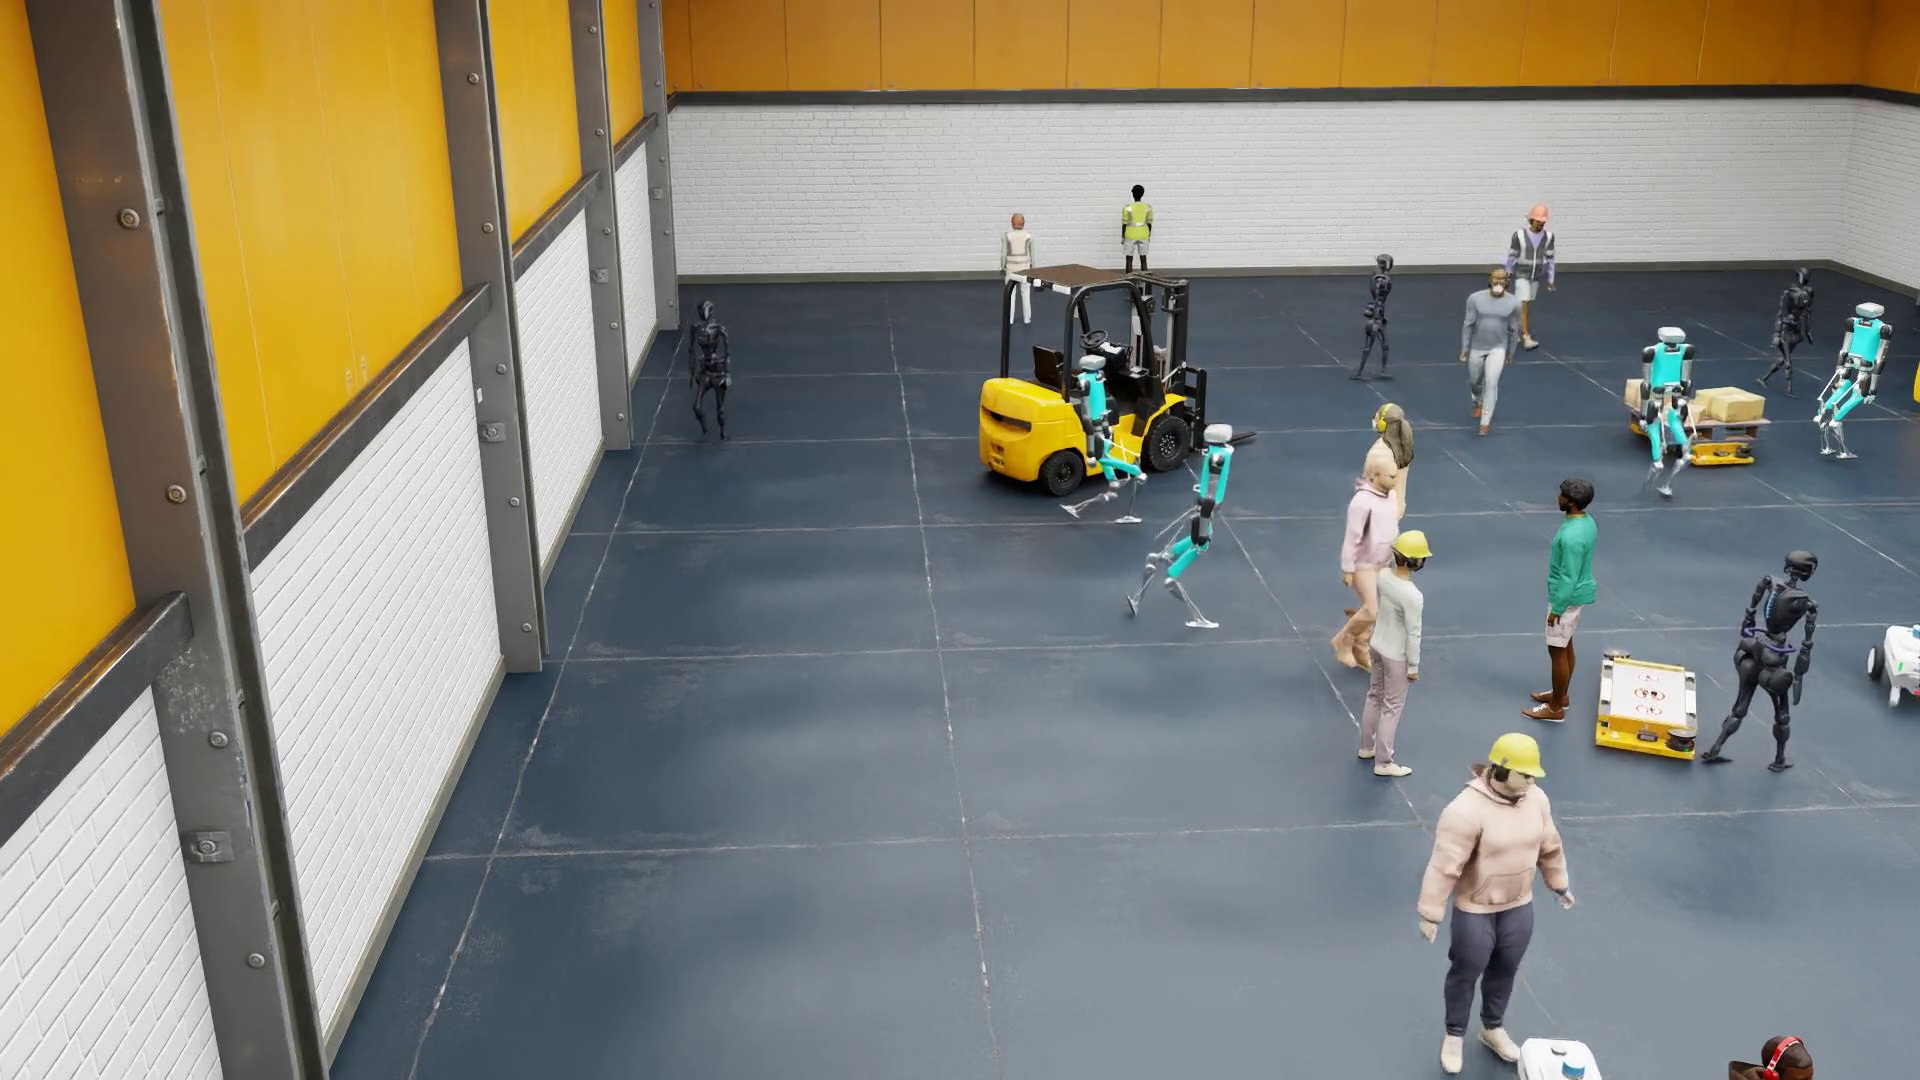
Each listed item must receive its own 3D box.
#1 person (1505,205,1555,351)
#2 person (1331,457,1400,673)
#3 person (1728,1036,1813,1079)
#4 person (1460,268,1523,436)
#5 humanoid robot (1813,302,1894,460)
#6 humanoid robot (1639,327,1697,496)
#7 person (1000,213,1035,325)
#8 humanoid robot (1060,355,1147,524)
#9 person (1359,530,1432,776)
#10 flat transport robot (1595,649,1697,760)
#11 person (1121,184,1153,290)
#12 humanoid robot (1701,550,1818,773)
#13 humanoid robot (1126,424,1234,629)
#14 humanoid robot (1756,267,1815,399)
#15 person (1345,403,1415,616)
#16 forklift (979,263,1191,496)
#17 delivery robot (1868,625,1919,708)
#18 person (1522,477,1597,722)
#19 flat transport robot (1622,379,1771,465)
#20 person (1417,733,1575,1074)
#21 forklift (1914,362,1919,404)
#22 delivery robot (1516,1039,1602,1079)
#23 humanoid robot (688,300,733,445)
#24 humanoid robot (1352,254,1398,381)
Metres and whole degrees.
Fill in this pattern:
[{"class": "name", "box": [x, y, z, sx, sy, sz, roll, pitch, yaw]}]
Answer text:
[{"class": "person", "box": [7.935, -3.656, 23.100, 0.624, 1.982, 1.055, -3, 20, -7]}, {"class": "person", "box": [3.191, 0.198, 12.909, 0.546, 1.767, 0.468, -18, 27, -40]}, {"class": "person", "box": [3.074, 2.621, 6.474, 0.459, 1.651, 0.333, -14, 25, -34]}, {"class": "person", "box": [6.163, -2.235, 19.345, 0.629, 1.904, 0.902, 8, 22, 22]}, {"class": "humanoid robot", "box": [9.523, -1.693, 17.914, 0.735, 1.677, 0.533, -9, 22, -24]}, {"class": "humanoid robot", "box": [7.205, -1.187, 16.830, 0.560, 1.854, 0.736, -2, 20, -7]}, {"class": "person", "box": [0.850, -3.988, 24.503, 0.522, 1.636, 0.308, -2, 20, -4]}, {"class": "humanoid robot", "box": [1.474, -0.898, 15.973, 1.058, 1.722, 0.544, 8, 22, 21]}, {"class": "person", "box": [2.994, 0.765, 11.384, 0.337, 1.756, 0.516, -6, 21, -15]}, {"class": "flat transport robot", "box": [5.092, 1.208, 12.336, 0.659, 0.231, 1.431, 8, 22, 20]}, {"class": "person", "box": [2.858, -4.888, 26.881, 0.529, 1.689, 0.322, -4, 21, -10]}, {"class": "humanoid robot", "box": [5.557, 0.812, 11.422, 0.614, 1.639, 0.627, -6, 21, -17]}, {"class": "humanoid robot", "box": [1.759, -0.112, 13.834, 0.955, 1.778, 0.559, 4, 21, 12]}, {"class": "humanoid robot", "box": [10.373, -2.621, 20.818, 0.596, 1.638, 0.786, -8, 22, -21]}, {"class": "person", "box": [3.549, -0.233, 13.934, 0.413, 1.877, 0.553, 18, 26, 39]}, {"class": "forklift", "box": [1.315, -1.764, 17.646, 2.313, 2.155, 1.214, -14, 24, -33]}, {"class": "delivery robot", "box": [7.259, 0.939, 12.665, 0.499, 0.603, 0.807, 8, 21, 20]}, {"class": "person", "box": [4.432, 0.435, 12.149, 0.387, 1.848, 0.505, 11, 23, 28]}, {"class": "flat transport robot", "box": [8.239, -1.135, 18.719, 0.659, 0.231, 1.431, -2, 20, -6]}, {"class": "person", "box": [2.680, 1.799, 8.420, 0.884, 1.855, 0.410, -6, 21, -16]}, {"class": "forklift", "box": [12.602, -2.435, 19.475, 2.313, 2.155, 1.214, -1, 20, -4]}, {"class": "delivery robot", "box": [2.860, 2.720, 7.825, 0.499, 0.611, 0.804, 2, 20, 6]}, {"class": "humanoid robot", "box": [-2.792, -1.872, 18.697, 0.589, 1.646, 0.450, 9, 22, 23]}, {"class": "humanoid robot", "box": [5.404, -2.846, 21.353, 0.642, 1.633, 0.586, 7, 21, 19]}]
